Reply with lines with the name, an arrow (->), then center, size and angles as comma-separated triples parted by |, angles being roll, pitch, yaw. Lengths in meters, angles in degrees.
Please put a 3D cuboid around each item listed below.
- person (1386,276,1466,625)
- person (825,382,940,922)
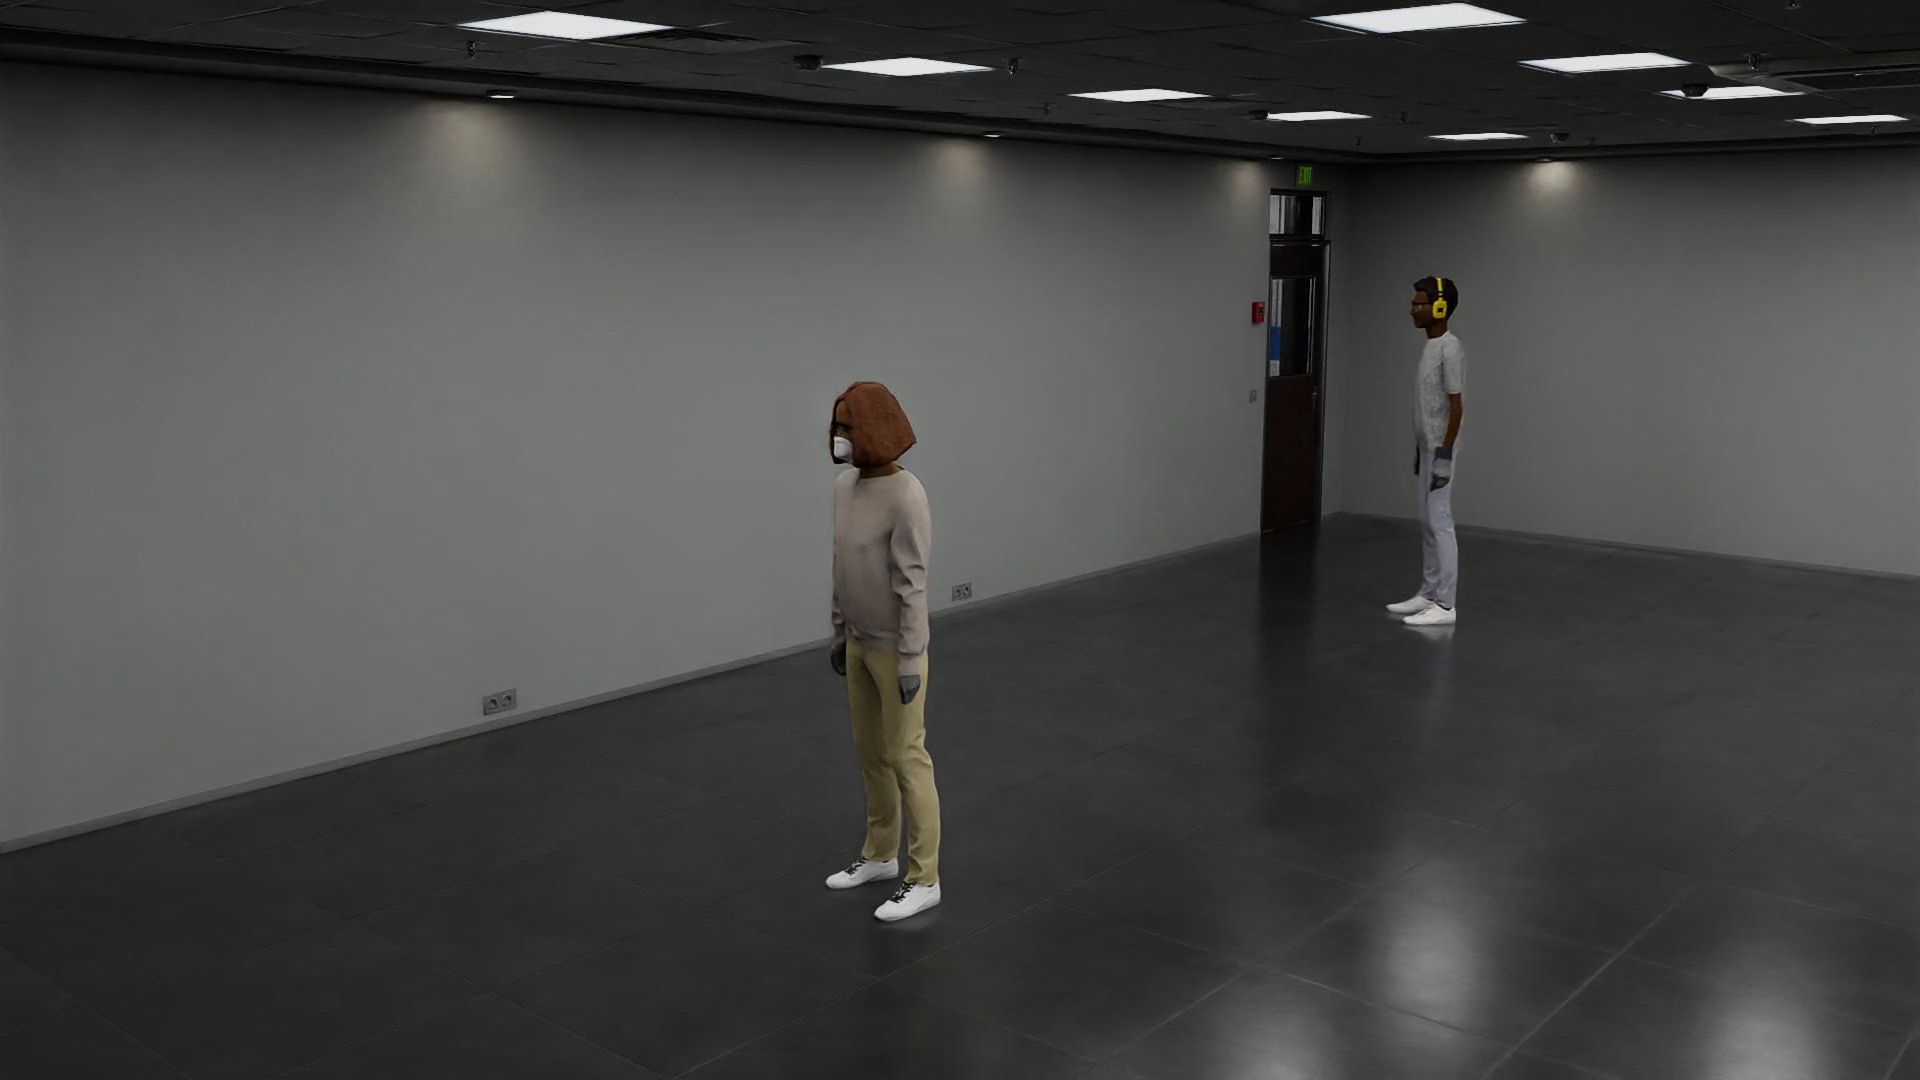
person -> 2.537, -0.473, 8.937 | 0.331, 1.872, 0.513 | 0, 10, 2
person -> -0.246, 0.331, 5.061 | 0.288, 1.626, 0.497 | -6, 12, -32
